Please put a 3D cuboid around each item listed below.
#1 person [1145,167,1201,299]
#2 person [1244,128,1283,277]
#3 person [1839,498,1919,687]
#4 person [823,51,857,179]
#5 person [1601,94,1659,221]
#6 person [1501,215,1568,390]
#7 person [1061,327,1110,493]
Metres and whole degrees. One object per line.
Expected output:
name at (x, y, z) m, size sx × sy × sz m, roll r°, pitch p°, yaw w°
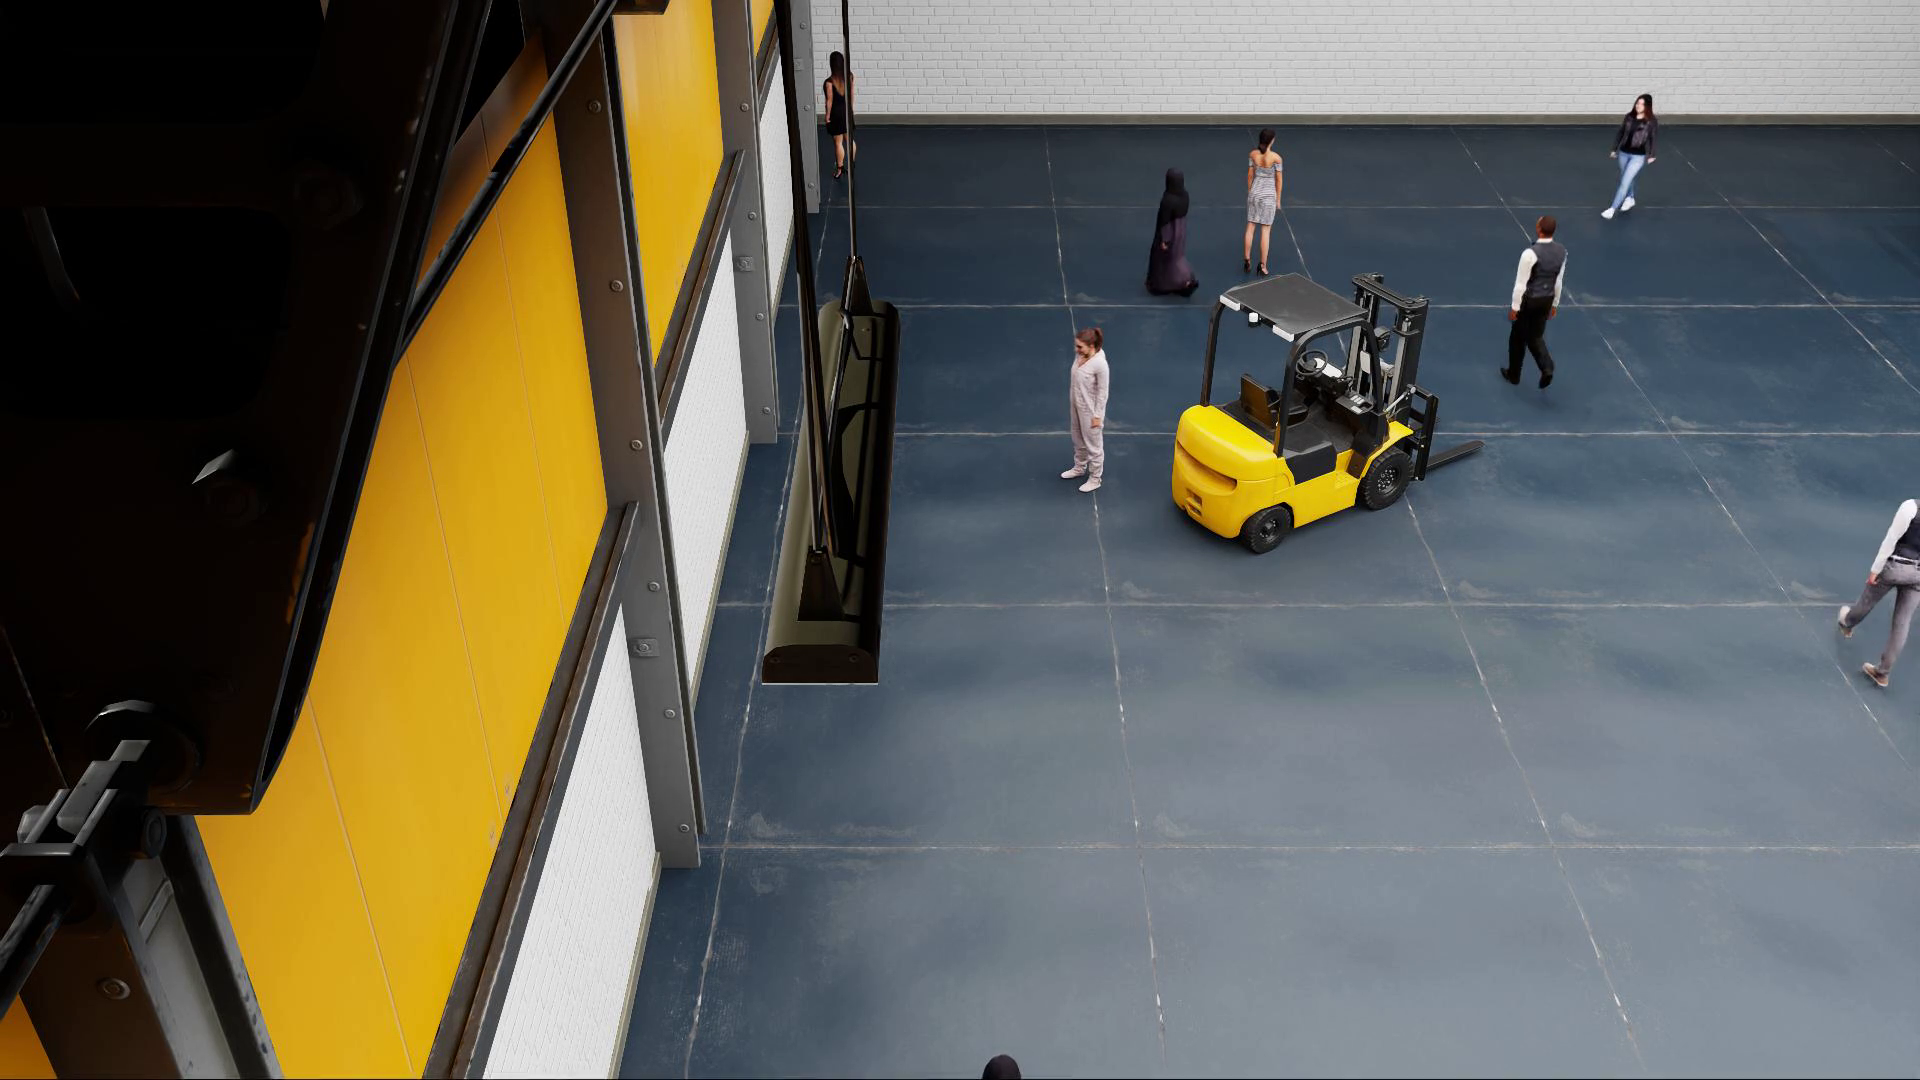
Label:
person at (2.501, -3.539, 19.276) m, size 0.948 × 1.600 × 1.024 m, roll -28°, pitch 43°, yaw -35°
person at (3.592, -4.030, 19.813) m, size 0.681 × 1.822 × 0.705 m, roll 20°, pitch 39°, yaw 28°
person at (7.569, 0.303, 13.229) m, size 0.799 × 1.895 × 1.203 m, roll 2°, pitch 34°, yaw 3°
person at (-1.611, -5.741, 22.482) m, size 0.750 × 1.717 × 0.807 m, roll -28°, pitch 43°, yaw -35°
person at (8.675, -4.941, 21.392) m, size 1.151 × 1.592 × 1.133 m, roll -25°, pitch 41°, yaw -32°
person at (6.027, -2.426, 17.326) m, size 0.872 × 1.905 × 1.075 m, roll -9°, pitch 35°, yaw -14°
person at (1.228, -1.273, 15.787) m, size 0.788 × 1.688 × 0.683 m, roll -19°, pitch 38°, yaw -26°
